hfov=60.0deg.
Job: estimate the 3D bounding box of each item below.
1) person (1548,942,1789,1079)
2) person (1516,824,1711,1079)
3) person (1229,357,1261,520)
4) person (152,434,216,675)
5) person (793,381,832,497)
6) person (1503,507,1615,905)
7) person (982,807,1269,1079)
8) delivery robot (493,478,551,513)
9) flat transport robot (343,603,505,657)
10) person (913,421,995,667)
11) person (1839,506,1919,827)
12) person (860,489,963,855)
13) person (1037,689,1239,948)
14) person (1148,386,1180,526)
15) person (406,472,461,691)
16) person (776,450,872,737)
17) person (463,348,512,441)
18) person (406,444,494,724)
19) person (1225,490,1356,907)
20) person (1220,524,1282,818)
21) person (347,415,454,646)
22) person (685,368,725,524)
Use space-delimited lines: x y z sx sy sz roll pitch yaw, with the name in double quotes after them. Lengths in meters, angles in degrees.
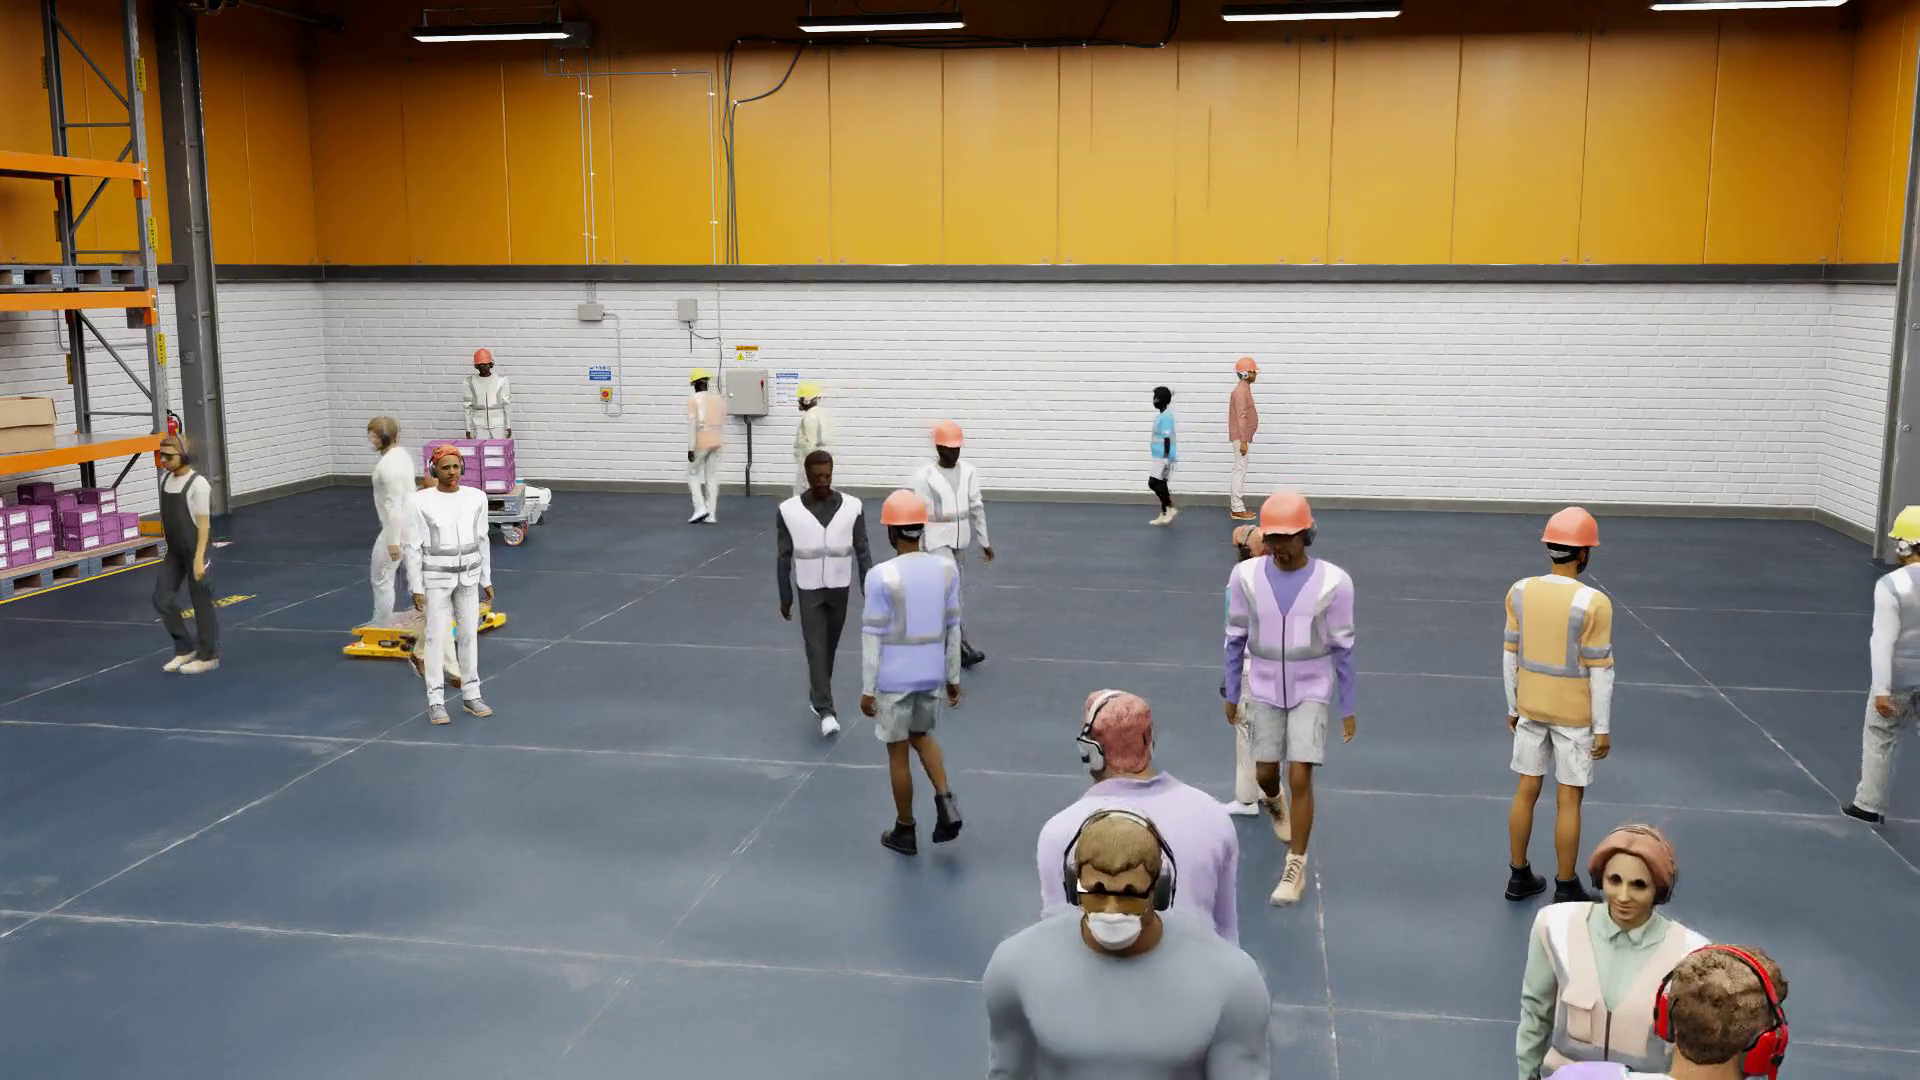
1.286 1.654 3.160 1.017 1.795 0.599 -7 11 -35 "person"
1.677 1.537 4.310 0.548 1.622 0.509 6 11 34 "person"
3.490 -1.252 20.472 0.375 1.997 0.612 2 9 9 "person"
-5.849 0.122 12.458 0.550 1.829 0.512 5 10 28 "person"
-1.629 -0.927 19.071 0.857 1.806 0.583 2 9 14 "person"
2.850 0.805 7.898 0.363 1.935 0.551 -7 12 -37 "person"
0.347 1.515 3.586 0.637 1.898 0.884 1 9 7 "person"
-5.276 -0.496 19.953 0.707 0.478 0.477 -3 10 -19 "delivery robot"
-4.363 0.713 13.621 0.652 0.197 1.431 2 9 12 "flat transport robot"
-0.063 0.018 12.944 0.564 1.885 0.988 -6 11 -34 "person"
5.118 0.725 8.821 0.594 1.804 0.822 -1 9 -6 "person"
-0.254 0.699 8.600 0.558 1.921 0.462 -7 11 -36 "person"
0.520 1.364 4.769 0.671 1.846 0.833 -4 10 -21 "person"
2.394 -0.988 19.786 0.365 1.682 0.562 0 9 1 "person"
-3.854 0.274 12.231 0.809 1.599 0.504 6 11 33 "person"
-0.887 0.338 11.008 0.612 1.866 0.996 -3 10 -19 "person"
-6.289 -1.536 22.152 0.610 2.031 0.417 -2 9 -13 "person"
-3.437 0.291 11.257 0.574 1.883 0.356 -8 12 -40 "person"
1.644 0.721 8.213 0.651 2.011 0.792 4 10 22 "person"
1.637 0.728 9.288 0.314 1.642 0.514 9 13 43 "person"
-4.489 -0.062 13.383 0.800 1.920 0.648 -2 9 -11 "person"
-3.099 -1.130 20.081 0.531 1.874 0.648 8 12 40 "person"
